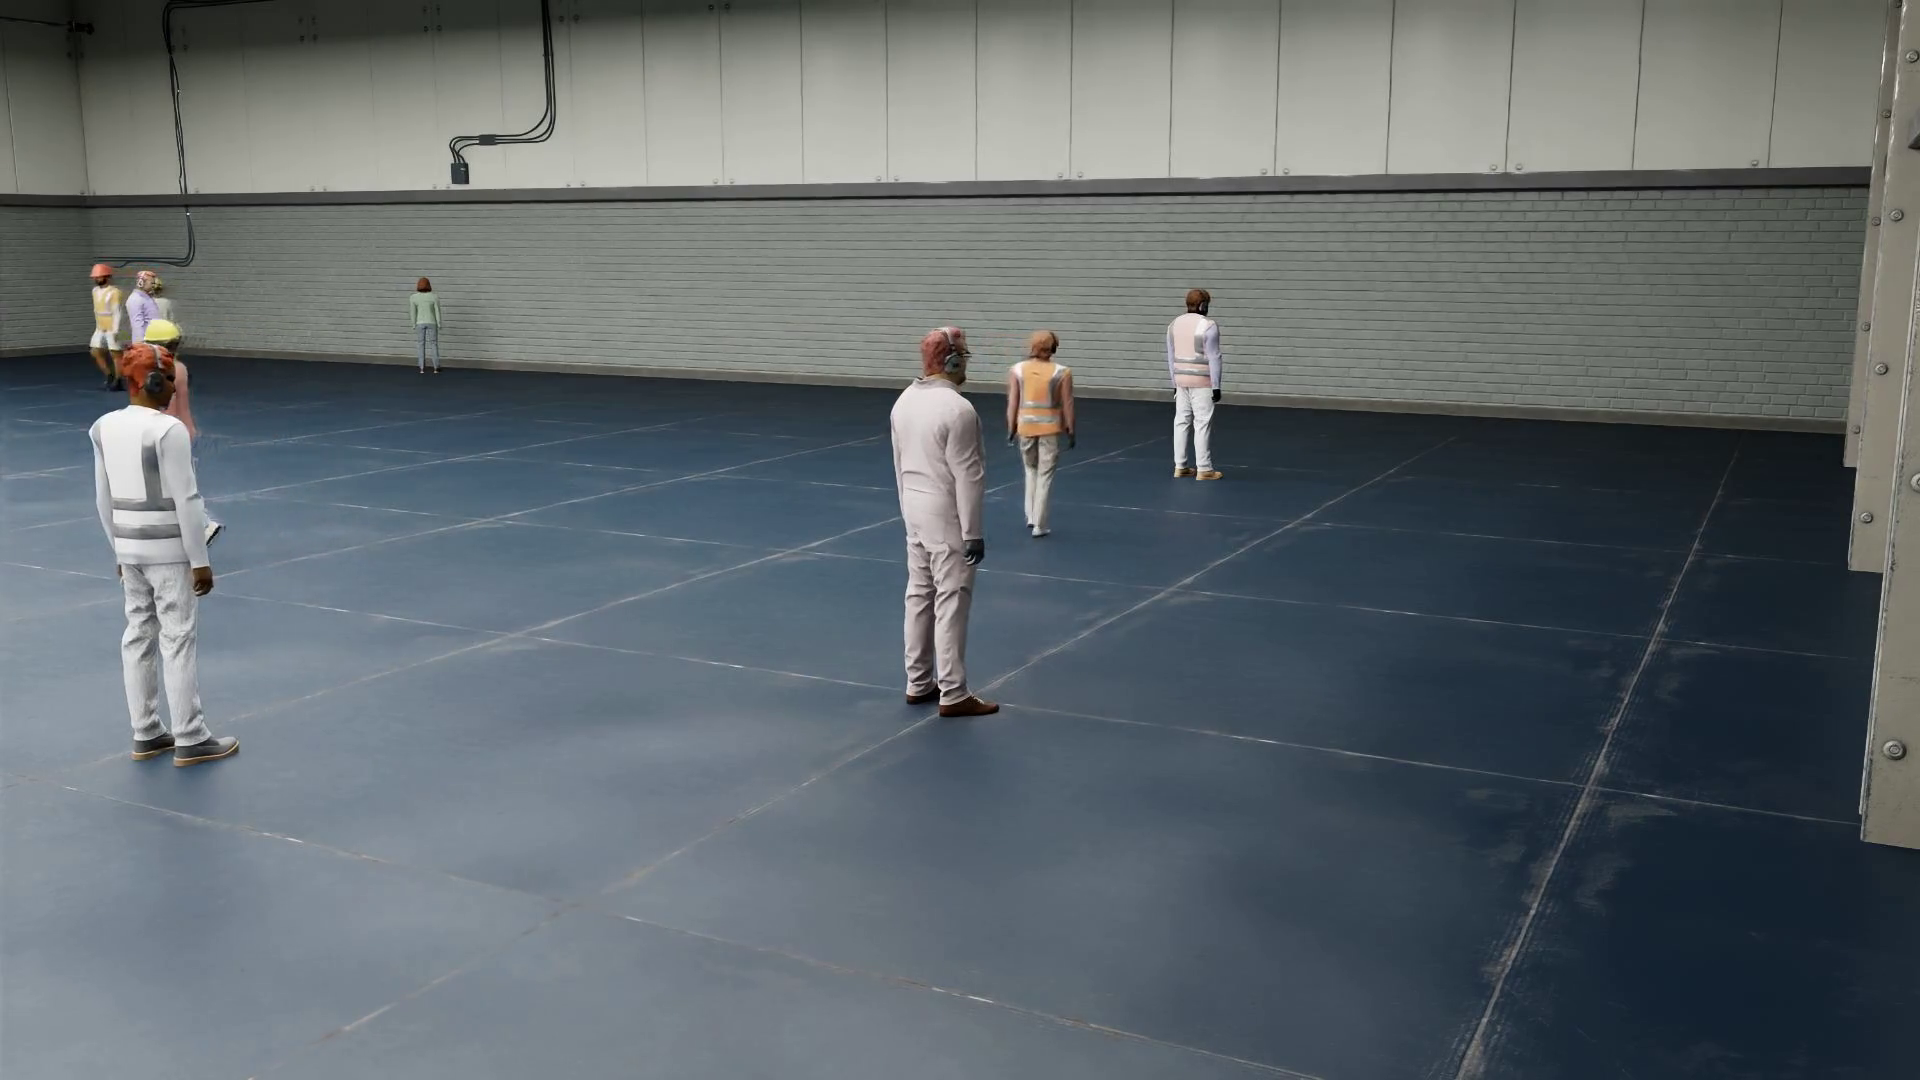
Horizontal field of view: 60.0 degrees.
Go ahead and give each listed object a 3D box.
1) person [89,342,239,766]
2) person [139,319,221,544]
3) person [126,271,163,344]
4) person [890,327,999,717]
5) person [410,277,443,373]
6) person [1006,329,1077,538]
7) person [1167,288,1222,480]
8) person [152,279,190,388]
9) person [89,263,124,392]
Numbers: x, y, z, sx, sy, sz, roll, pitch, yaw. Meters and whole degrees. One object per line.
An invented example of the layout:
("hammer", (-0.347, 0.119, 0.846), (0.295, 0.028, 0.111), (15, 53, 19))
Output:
("person", (-3.559, 0.067, 7.401), (0.573, 1.887, 0.354), (5, 11, 25))
("person", (-5.702, -0.728, 12.102), (0.431, 1.754, 0.530), (-1, 10, -8))
("person", (-10.309, -2.464, 21.167), (0.407, 1.902, 0.639), (-2, 11, -12))
("person", (-0.066, -0.087, 8.186), (0.408, 1.908, 0.643), (-7, 12, -33))
("person", (-9.145, -3.680, 28.517), (0.497, 1.636, 0.286), (-1, 10, -7))
("person", (0.663, -0.845, 13.076), (0.547, 1.619, 0.551), (4, 11, 22))
("person", (2.289, -1.499, 16.064), (0.429, 1.844, 0.627), (-9, 14, -40))
("person", (-11.827, -3.028, 24.709), (0.716, 1.737, 0.534), (4, 11, 23))
("person", (-12.812, -3.172, 24.940), (0.556, 1.923, 0.478), (4, 11, 23))
